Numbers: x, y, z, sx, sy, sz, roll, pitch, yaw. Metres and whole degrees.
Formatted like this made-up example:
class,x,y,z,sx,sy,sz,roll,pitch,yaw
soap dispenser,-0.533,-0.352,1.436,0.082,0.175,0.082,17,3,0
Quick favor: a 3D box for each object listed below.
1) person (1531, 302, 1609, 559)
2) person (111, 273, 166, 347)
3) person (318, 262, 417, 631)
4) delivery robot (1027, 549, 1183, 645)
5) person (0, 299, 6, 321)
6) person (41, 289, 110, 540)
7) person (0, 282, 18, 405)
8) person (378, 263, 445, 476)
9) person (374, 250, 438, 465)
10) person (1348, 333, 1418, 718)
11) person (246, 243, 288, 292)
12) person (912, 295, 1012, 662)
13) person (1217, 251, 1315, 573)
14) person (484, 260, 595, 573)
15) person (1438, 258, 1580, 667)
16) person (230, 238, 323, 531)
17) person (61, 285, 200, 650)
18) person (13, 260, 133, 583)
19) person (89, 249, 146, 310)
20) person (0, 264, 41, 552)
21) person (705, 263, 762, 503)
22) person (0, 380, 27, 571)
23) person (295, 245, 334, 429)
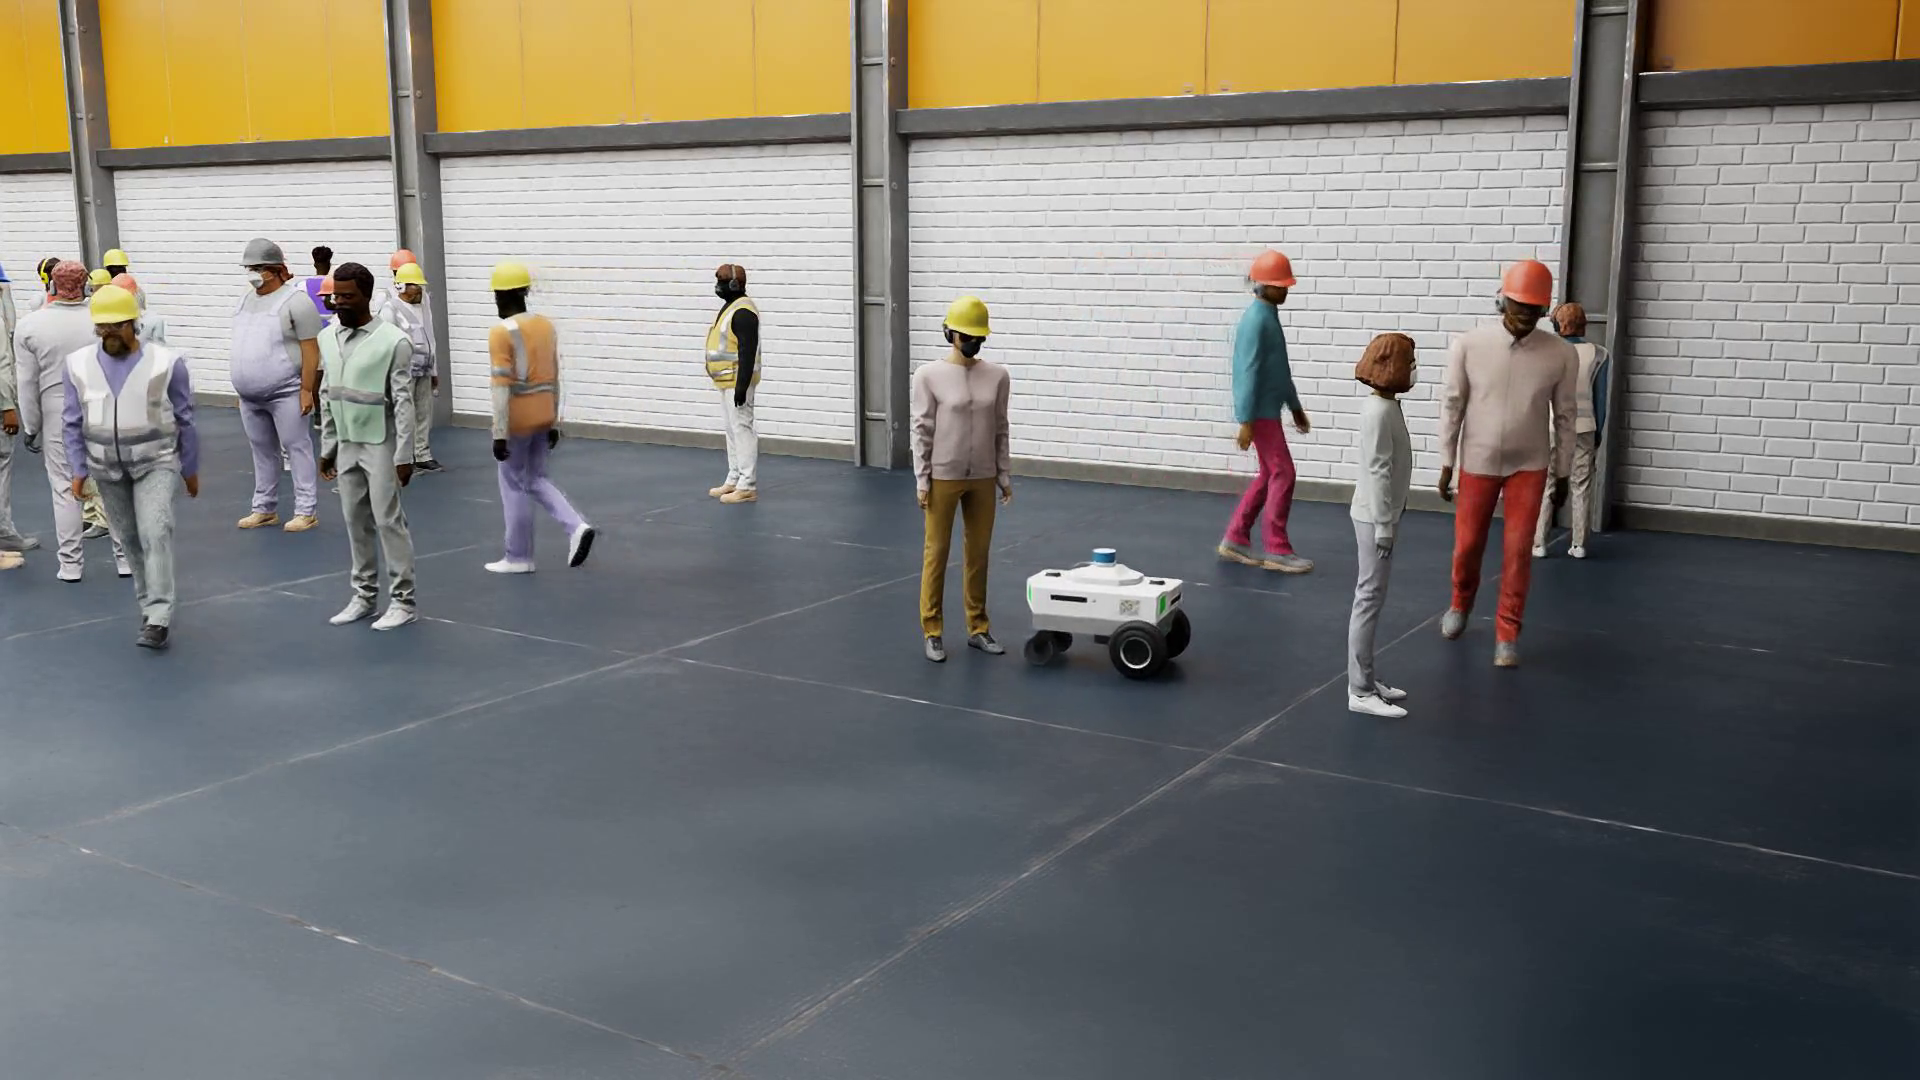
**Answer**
class,x,y,z,sx,sy,sz,roll,pitch,yaw
person,3.833,-0.683,10.553,0.514,1.634,0.313,1,10,4
person,-6.906,-1.342,13.867,0.571,1.747,0.344,-5,11,-25
person,-3.079,-0.487,8.703,0.593,1.910,0.387,5,11,27
delivery robot,0.685,0.285,7.911,0.707,0.478,0.477,4,11,22
person,-11.467,-2.324,19.492,0.539,1.686,0.320,-5,11,-24
person,-5.990,-0.880,11.308,0.331,1.750,0.561,-8,13,-39
person,-11.871,-2.585,20.325,0.643,1.908,0.411,-3,11,-15
person,-4.726,-1.467,14.360,0.403,1.825,0.593,4,11,22
person,-4.876,-1.591,14.733,0.372,1.934,0.551,7,12,34
person,1.817,-0.070,7.149,0.283,1.633,0.500,3,11,15
person,-7.058,-2.050,17.119,0.621,1.992,0.397,7,12,32
person,0.018,-0.295,8.044,0.522,1.763,0.319,-5,11,-26
person,1.884,-0.777,10.177,0.604,1.943,0.648,3,11,18
person,-2.580,-0.719,9.983,0.632,1.909,0.602,4,11,20
person,2.625,-0.375,8.003,0.630,1.950,0.713,3,11,15
person,-4.804,-1.074,11.582,0.683,2.000,0.537,4,11,19
person,-4.124,-0.347,8.230,0.585,1.792,0.840,-1,10,-8
person,-5.216,-0.702,9.890,0.654,1.906,0.407,-6,12,-30
person,-8.466,-1.962,16.805,0.356,1.930,0.587,7,12,34
person,-6.296,-0.879,10.793,0.605,1.940,0.413,8,13,37
person,-1.758,-1.214,12.913,0.429,1.844,0.625,-4,11,-21
person,-5.988,-0.712,10.165,0.347,1.834,0.518,-6,12,-32
person,-6.800,-2.170,17.869,0.610,1.962,0.364,-2,10,-11
